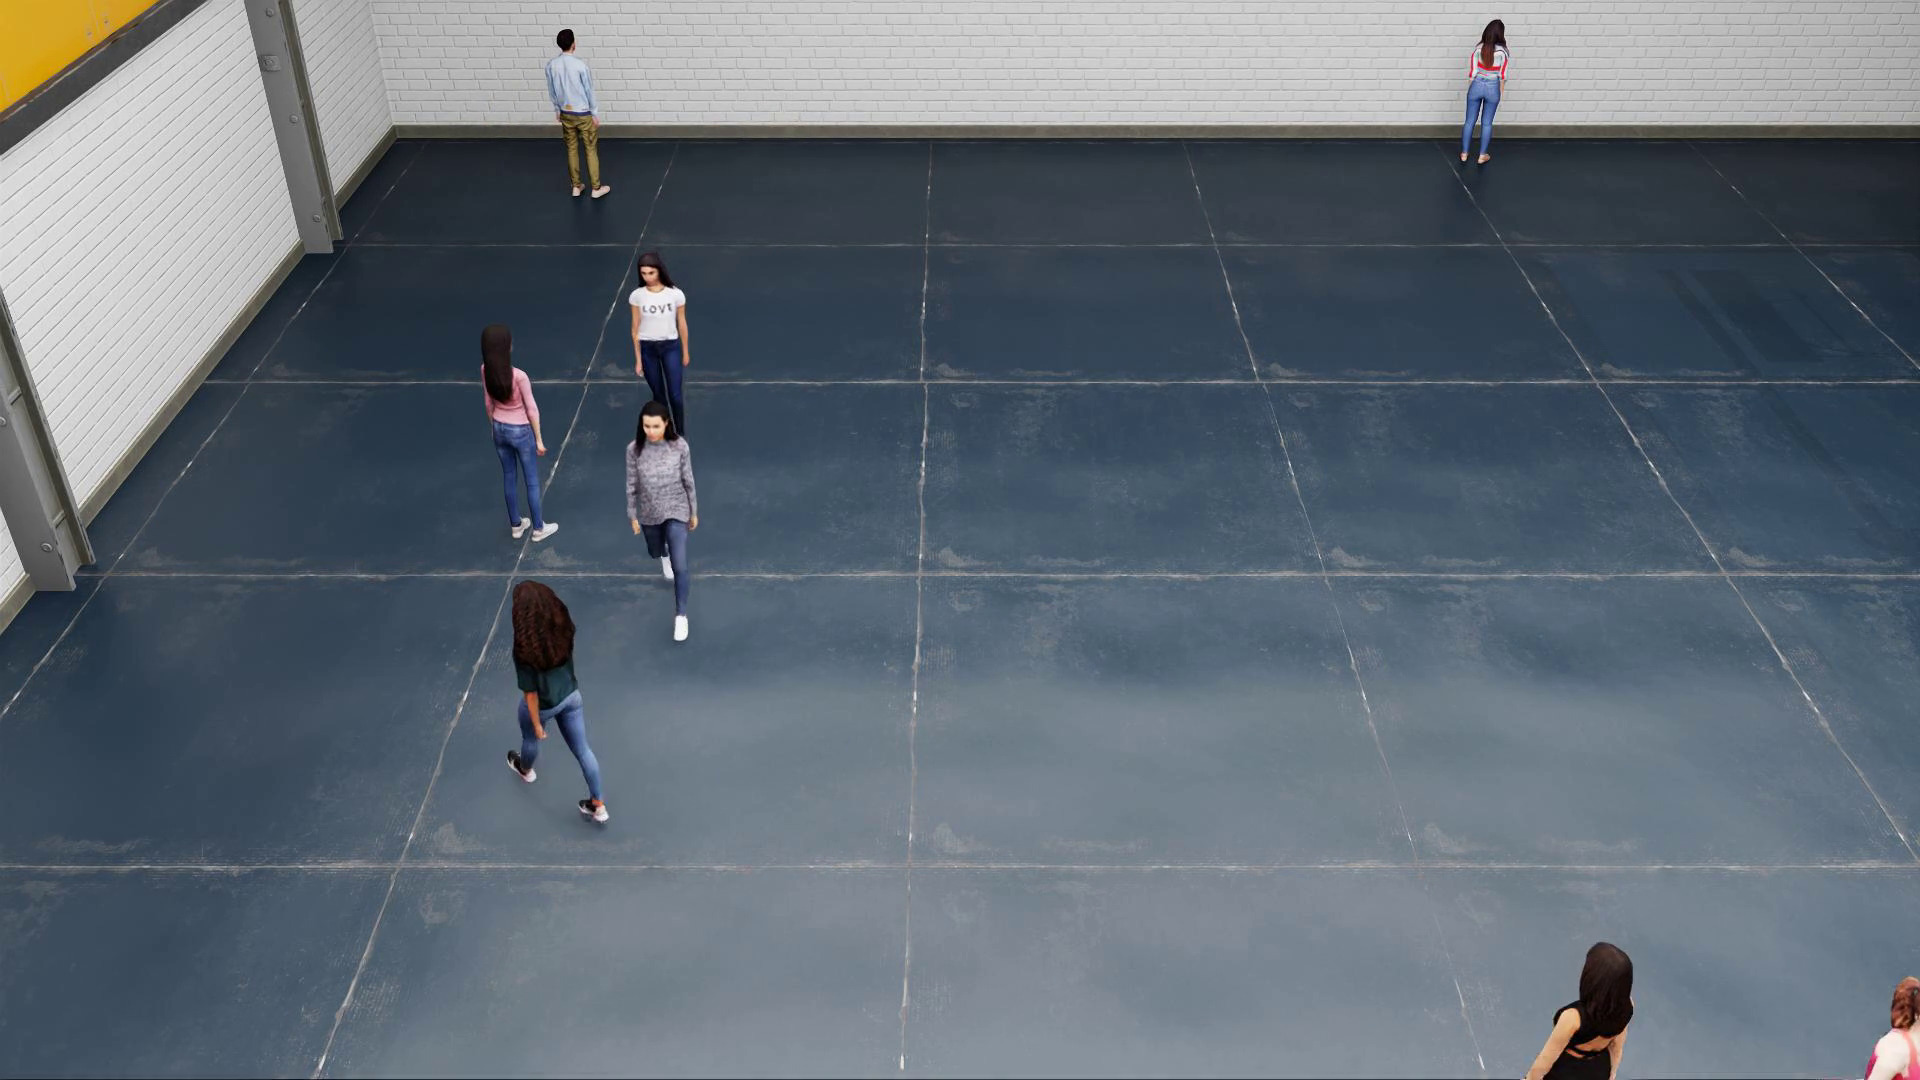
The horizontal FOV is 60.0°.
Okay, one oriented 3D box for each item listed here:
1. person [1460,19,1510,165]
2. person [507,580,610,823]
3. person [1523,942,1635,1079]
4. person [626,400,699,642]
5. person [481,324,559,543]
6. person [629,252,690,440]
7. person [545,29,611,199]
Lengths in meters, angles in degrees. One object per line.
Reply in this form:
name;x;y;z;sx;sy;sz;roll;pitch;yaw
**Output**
person;5.948;-5.097;18.867;0.663;1.612;0.644;14;36;20
person;-2.332;0.981;9.760;1.105;1.571;1.085;26;41;33
person;2.793;2.507;7.434;0.874;1.605;1.114;-14;36;-20
person;-2.027;-0.225;11.452;0.686;1.707;1.118;-3;34;-4
person;-3.296;-0.794;12.276;0.631;1.742;0.606;11;35;17
person;-2.407;-1.522;13.357;0.610;1.759;0.717;-3;34;-5
person;-4.130;-4.592;17.927;0.730;1.812;0.660;9;35;13
